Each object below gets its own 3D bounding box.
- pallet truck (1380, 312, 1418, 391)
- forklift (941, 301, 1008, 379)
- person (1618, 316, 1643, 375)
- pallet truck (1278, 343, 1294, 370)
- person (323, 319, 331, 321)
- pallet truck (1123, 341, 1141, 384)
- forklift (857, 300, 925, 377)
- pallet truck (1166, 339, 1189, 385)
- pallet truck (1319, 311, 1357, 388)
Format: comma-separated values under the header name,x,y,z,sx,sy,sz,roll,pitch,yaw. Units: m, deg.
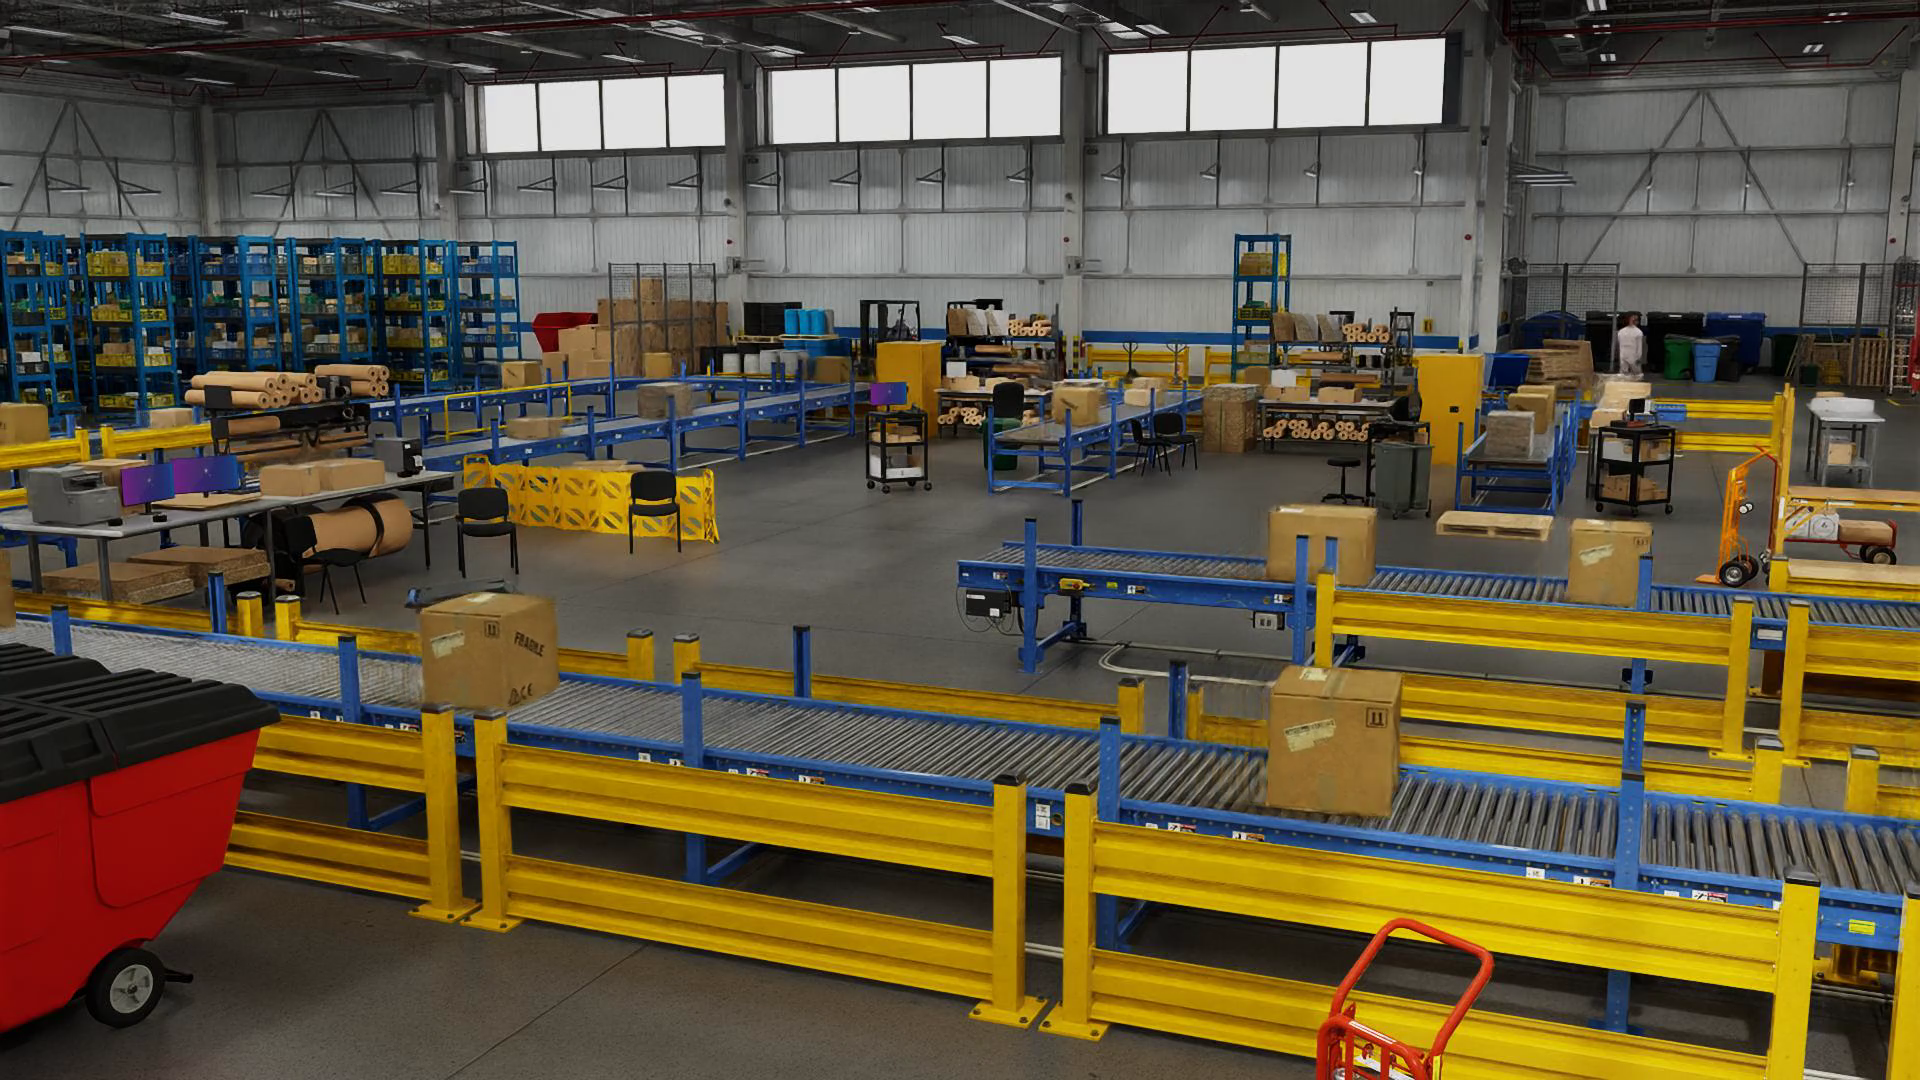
name,x,y,z,sx,sy,sz,roll,pitch,yaw
pallet truck,10.207,-4.283,38.369,0.823,1.965,1.885,3,10,20
forklift,0.365,-4.966,41.571,1.157,1.987,2.680,3,10,20
person,15.516,-4.228,38.407,0.677,1.880,0.640,-8,12,-39
pallet truck,7.886,-4.163,39.743,0.653,1.274,1.630,4,10,22
person,-16.490,-5.011,43.414,0.566,1.792,0.990,3,10,15
pallet truck,4.445,-4.380,41.279,0.680,1.201,1.601,4,10,22
forklift,-1.732,-5.109,42.468,1.157,1.987,2.680,4,10,22
pallet truck,5.418,-4.269,40.420,0.704,1.261,1.522,3,10,20
pallet truck,9.071,-4.419,39.190,0.823,1.965,1.885,5,10,26
